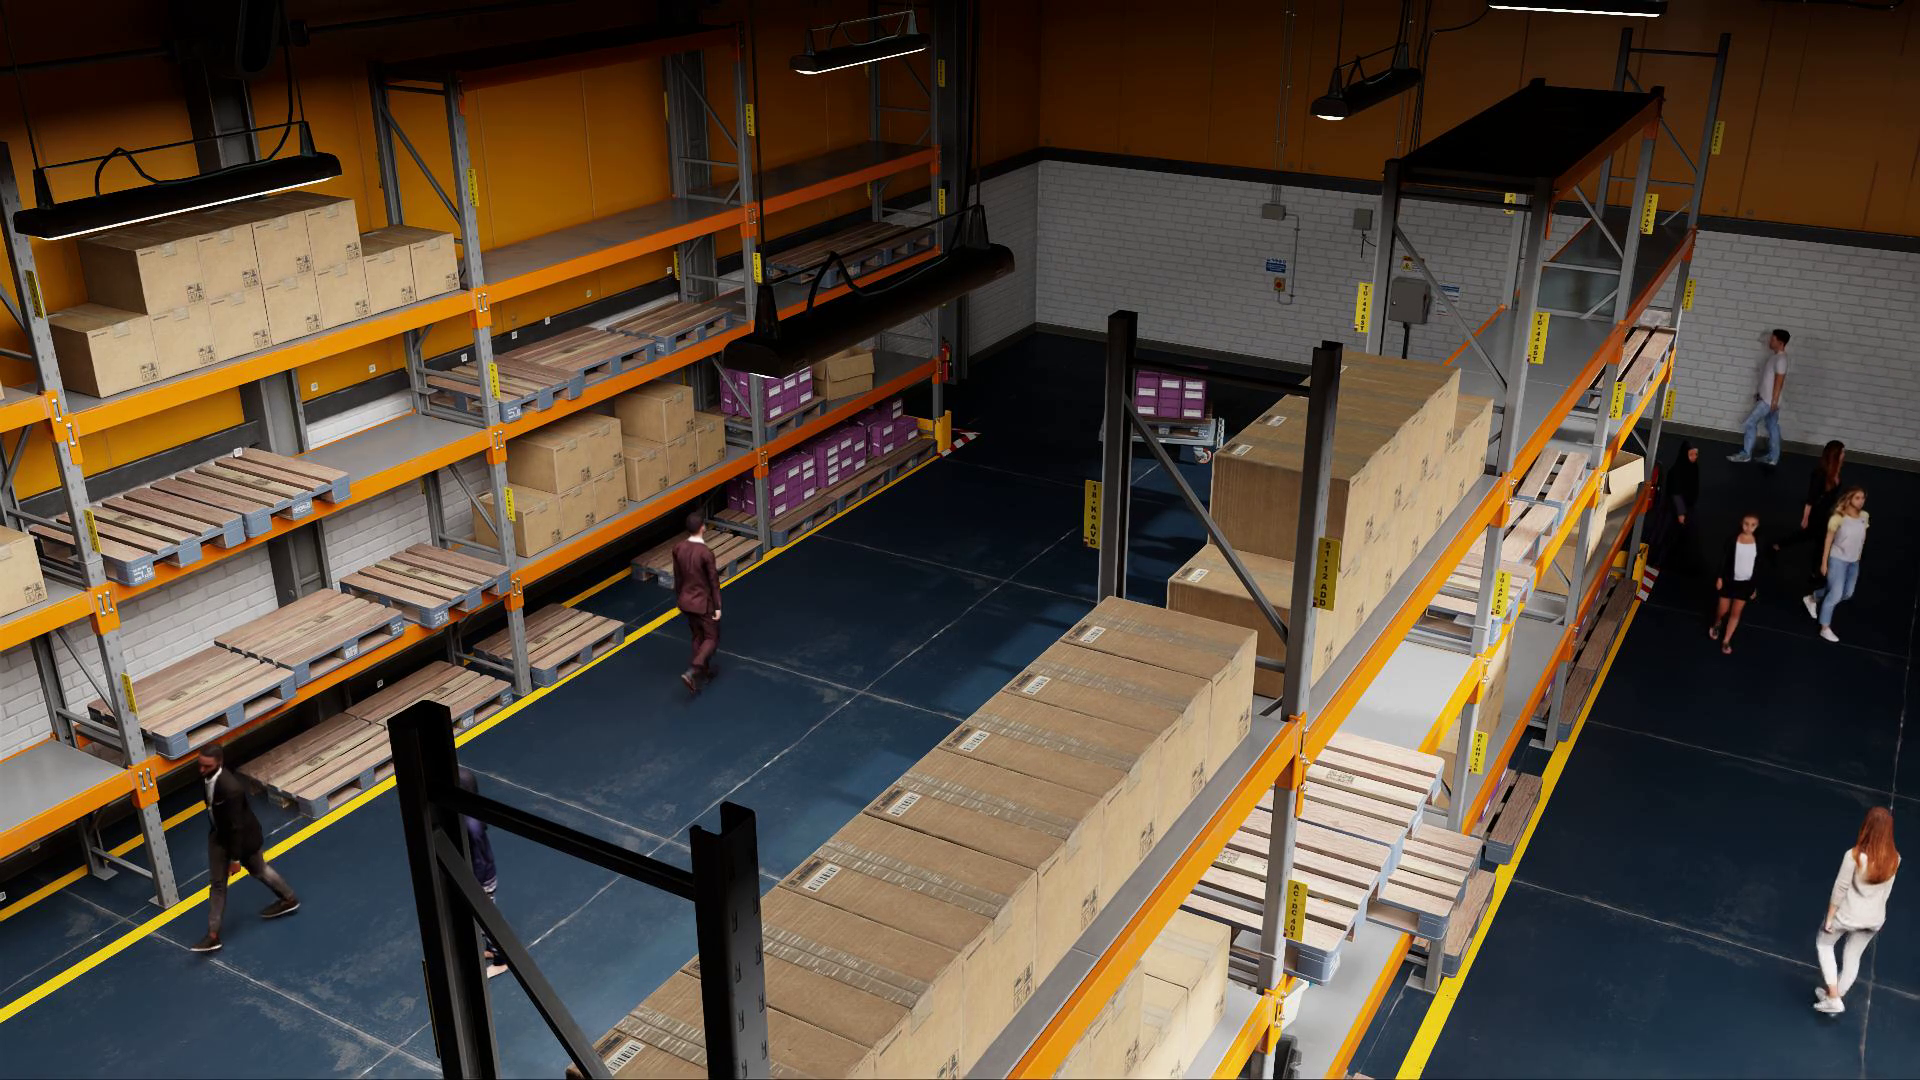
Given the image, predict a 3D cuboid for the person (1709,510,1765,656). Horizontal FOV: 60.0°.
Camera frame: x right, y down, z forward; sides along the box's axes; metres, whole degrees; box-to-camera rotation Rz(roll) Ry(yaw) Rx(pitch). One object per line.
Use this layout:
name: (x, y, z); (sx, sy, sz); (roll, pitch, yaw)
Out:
person: (7.988, 0.387, 17.080); (0.617, 1.547, 0.732); (7, 25, 15)

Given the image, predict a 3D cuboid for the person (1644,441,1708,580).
person: (8.043, -0.388, 18.783); (1.118, 1.604, 1.110); (-10, 26, -22)

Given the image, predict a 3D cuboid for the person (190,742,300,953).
person: (-5.433, 2.235, 12.611); (0.805, 1.741, 1.166); (20, 31, 38)

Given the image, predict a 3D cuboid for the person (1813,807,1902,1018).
person: (6.320, 2.678, 11.648); (0.735, 1.701, 0.792); (0, 24, 0)

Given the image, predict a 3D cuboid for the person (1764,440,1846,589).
person: (9.480, -0.336, 18.566); (1.086, 1.683, 0.887); (-21, 31, -39)

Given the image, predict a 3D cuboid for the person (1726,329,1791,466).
person: (10.733, -1.840, 21.818); (0.748, 1.834, 0.782); (15, 28, 30)

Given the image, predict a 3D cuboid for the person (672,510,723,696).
person: (-2.569, 0.631, 16.141); (0.717, 1.852, 0.973); (11, 26, 24)

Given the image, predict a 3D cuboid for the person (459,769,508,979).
person: (-3.534, 2.426, 12.183); (0.695, 1.733, 0.677); (-11, 26, -23)

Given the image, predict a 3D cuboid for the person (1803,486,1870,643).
person: (9.101, 0.203, 17.300); (0.902, 1.710, 0.958); (-7, 25, -15)
